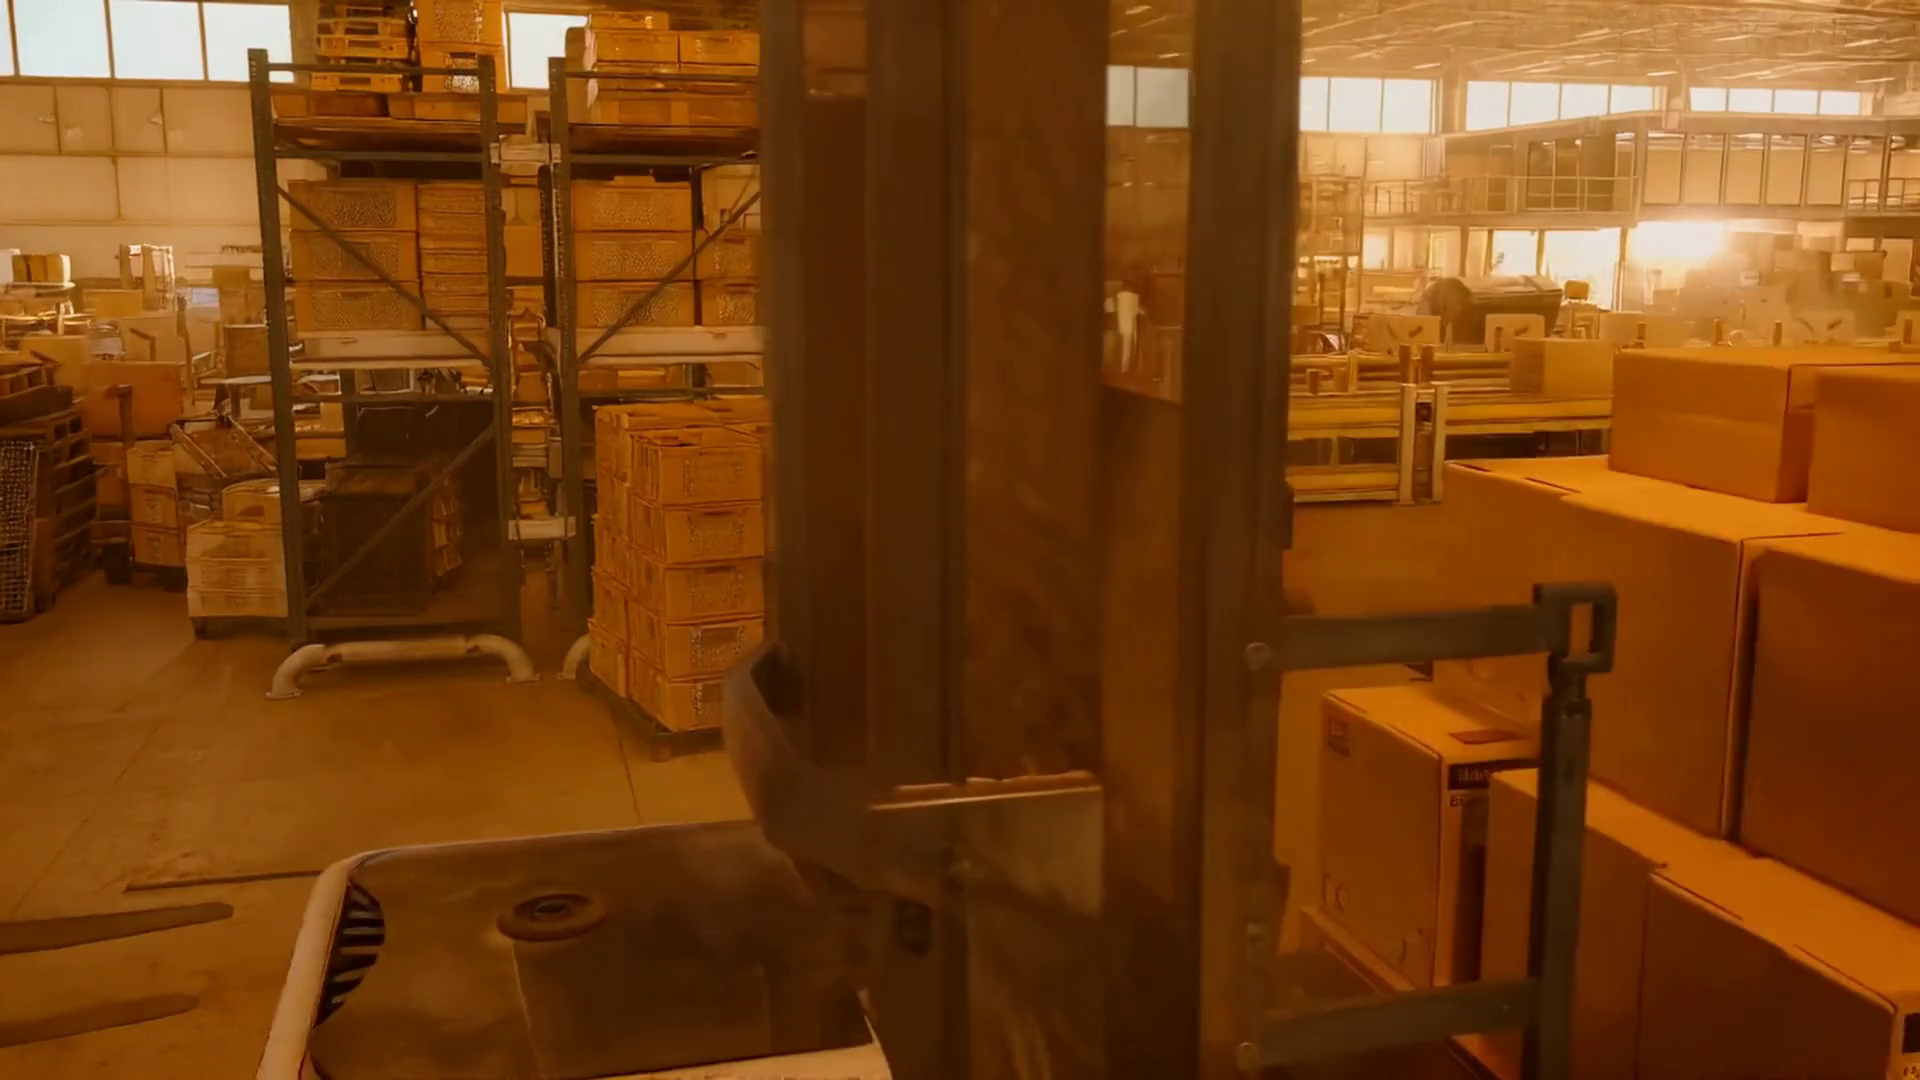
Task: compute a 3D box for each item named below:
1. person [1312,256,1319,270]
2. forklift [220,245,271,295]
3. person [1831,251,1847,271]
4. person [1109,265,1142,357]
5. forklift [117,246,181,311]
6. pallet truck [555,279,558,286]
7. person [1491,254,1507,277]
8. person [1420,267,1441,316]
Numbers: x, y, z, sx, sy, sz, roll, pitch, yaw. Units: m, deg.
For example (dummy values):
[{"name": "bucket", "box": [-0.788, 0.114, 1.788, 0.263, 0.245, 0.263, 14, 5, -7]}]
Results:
[{"name": "person", "box": [12.864, -9.556, 60.946, 0.625, 1.872, 1.006, -7, 12, -36]}, {"name": "forklift", "box": [-17.749, -6.334, 41.440, 1.157, 1.987, 2.680, -3, 10, -17]}, {"name": "person", "box": [22.841, -6.535, 43.350, 0.609, 2.036, 0.402, -2, 10, -13]}, {"name": "person", "box": [2.681, -3.518, 26.845, 0.528, 1.842, 0.876, 0, 10, 1]}, {"name": "forklift", "box": [-19.966, -6.232, 40.894, 1.157, 1.987, 2.680, -3, 10, -15]}, {"name": "pallet truck", "box": [-10.604, -6.375, 44.520, 0.653, 1.274, 1.630, -3, 10, -15]}, {"name": "person", "box": [17.197, -8.183, 53.107, 0.559, 1.887, 0.993, -6, 12, -30]}, {"name": "person", "box": [8.646, -4.195, 30.938, 0.724, 1.740, 0.523, 5, 11, 28]}]
